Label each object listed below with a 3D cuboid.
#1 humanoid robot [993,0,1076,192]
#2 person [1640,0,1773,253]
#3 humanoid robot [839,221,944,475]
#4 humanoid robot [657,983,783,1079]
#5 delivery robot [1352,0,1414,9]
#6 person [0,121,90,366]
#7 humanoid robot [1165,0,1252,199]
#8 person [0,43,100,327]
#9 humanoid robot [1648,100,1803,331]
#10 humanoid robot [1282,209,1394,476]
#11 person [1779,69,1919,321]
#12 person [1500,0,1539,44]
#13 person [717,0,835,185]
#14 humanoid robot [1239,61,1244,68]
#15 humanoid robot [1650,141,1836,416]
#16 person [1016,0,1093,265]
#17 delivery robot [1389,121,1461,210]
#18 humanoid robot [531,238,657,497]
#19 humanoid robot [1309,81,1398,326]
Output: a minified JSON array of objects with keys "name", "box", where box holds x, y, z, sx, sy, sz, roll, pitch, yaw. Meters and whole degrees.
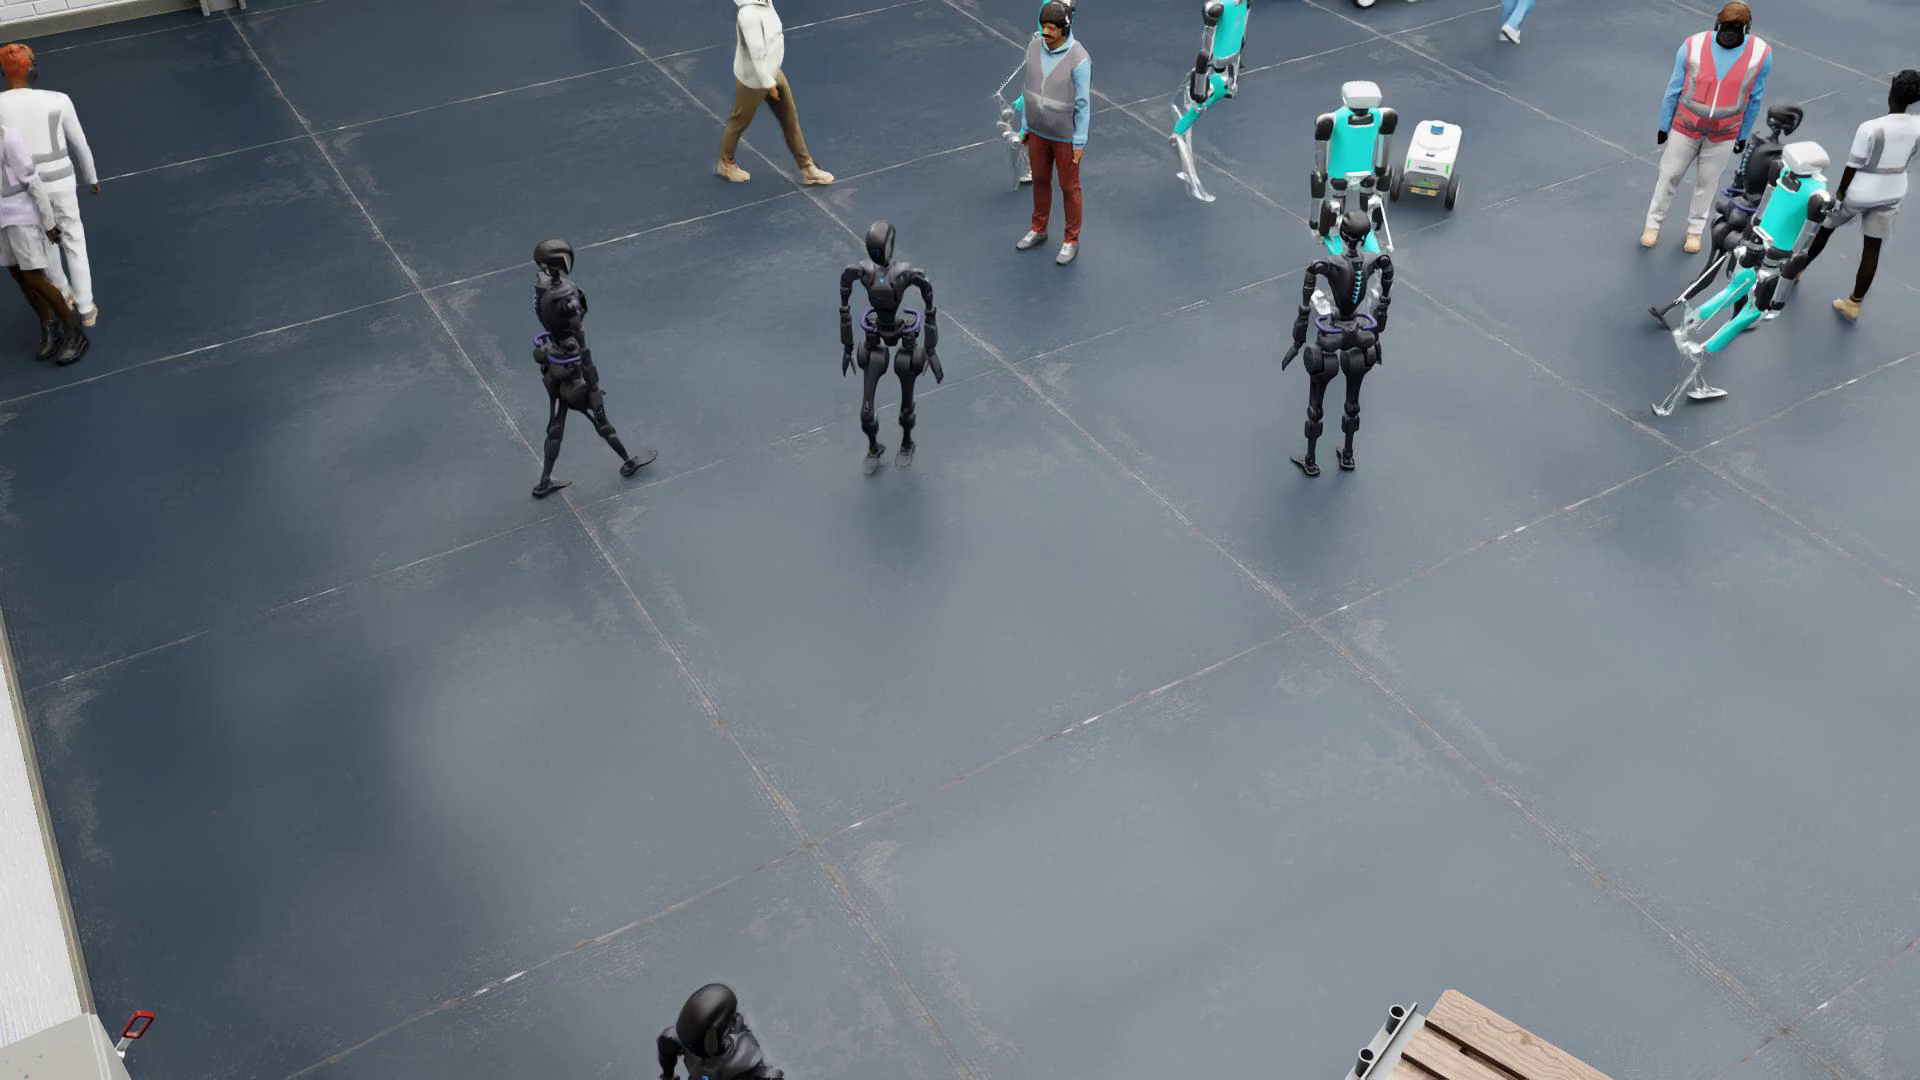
[{"name":"humanoid robot","box":[0.514,-3.371,12.457,0.698,1.914,0.550,-6,39,-8]},{"name":"person","box":[5.232,-2.892,11.688,0.630,1.835,0.432,14,41,17]},{"name":"humanoid robot","box":[-0.391,-1.114,9.568,0.610,1.643,0.405,5,39,6]},{"name":"humanoid robot","box":[-0.723,2.060,5.603,0.611,1.625,0.785,16,41,19]},{"name":"delivery robot","box":[4.015,-5.432,15.920,0.784,0.599,0.499,-8,39,-10]},{"name":"person","box":[-6.051,-2.000,10.488,0.582,1.915,0.489,9,39,11]},{"name":"humanoid robot","box":[1.771,-3.444,12.475,0.671,1.817,0.541,29,47,31]},{"name":"person","box":[-6.002,-2.323,10.953,0.611,1.848,0.592,-14,41,-17]},{"name":"humanoid robot","box":[5.042,-2.053,10.808,0.740,1.655,0.585,-2,38,-2]},{"name":"humanoid robot","box":[2.175,-1.133,9.576,0.599,1.657,0.315,-6,39,-8]},{"name":"person","box":[6.048,-2.360,11.153,0.542,1.648,0.866,-5,39,-6]},{"name":"person","box":[5.014,-5.220,14.725,0.476,1.693,0.524,-29,47,-32]},{"name":"person","box":[-1.478,-3.477,12.514,0.958,1.713,0.507,14,40,16]},{"name":"humanoid robot","box":[2.368,-4.861,14.303,0.400,1.639,0.643,-6,39,-7]},{"name":"humanoid robot","box":[4.606,-1.491,10.061,0.798,1.882,0.546,-6,39,-8]},{"name":"person","box":[0.675,-2.855,11.606,0.538,1.871,0.415,25,45,29]},{"name":"delivery robot","box":[3.599,-2.885,12.717,0.499,0.614,0.790,13,40,15]},{"name":"humanoid robot","box":[-2.190,-1.004,9.458,0.752,1.628,0.588,-25,45,-28]},{"name":"humanoid robot","box":[2.545,-1.981,10.635,0.542,1.746,1.033,-6,39,-8]}]
